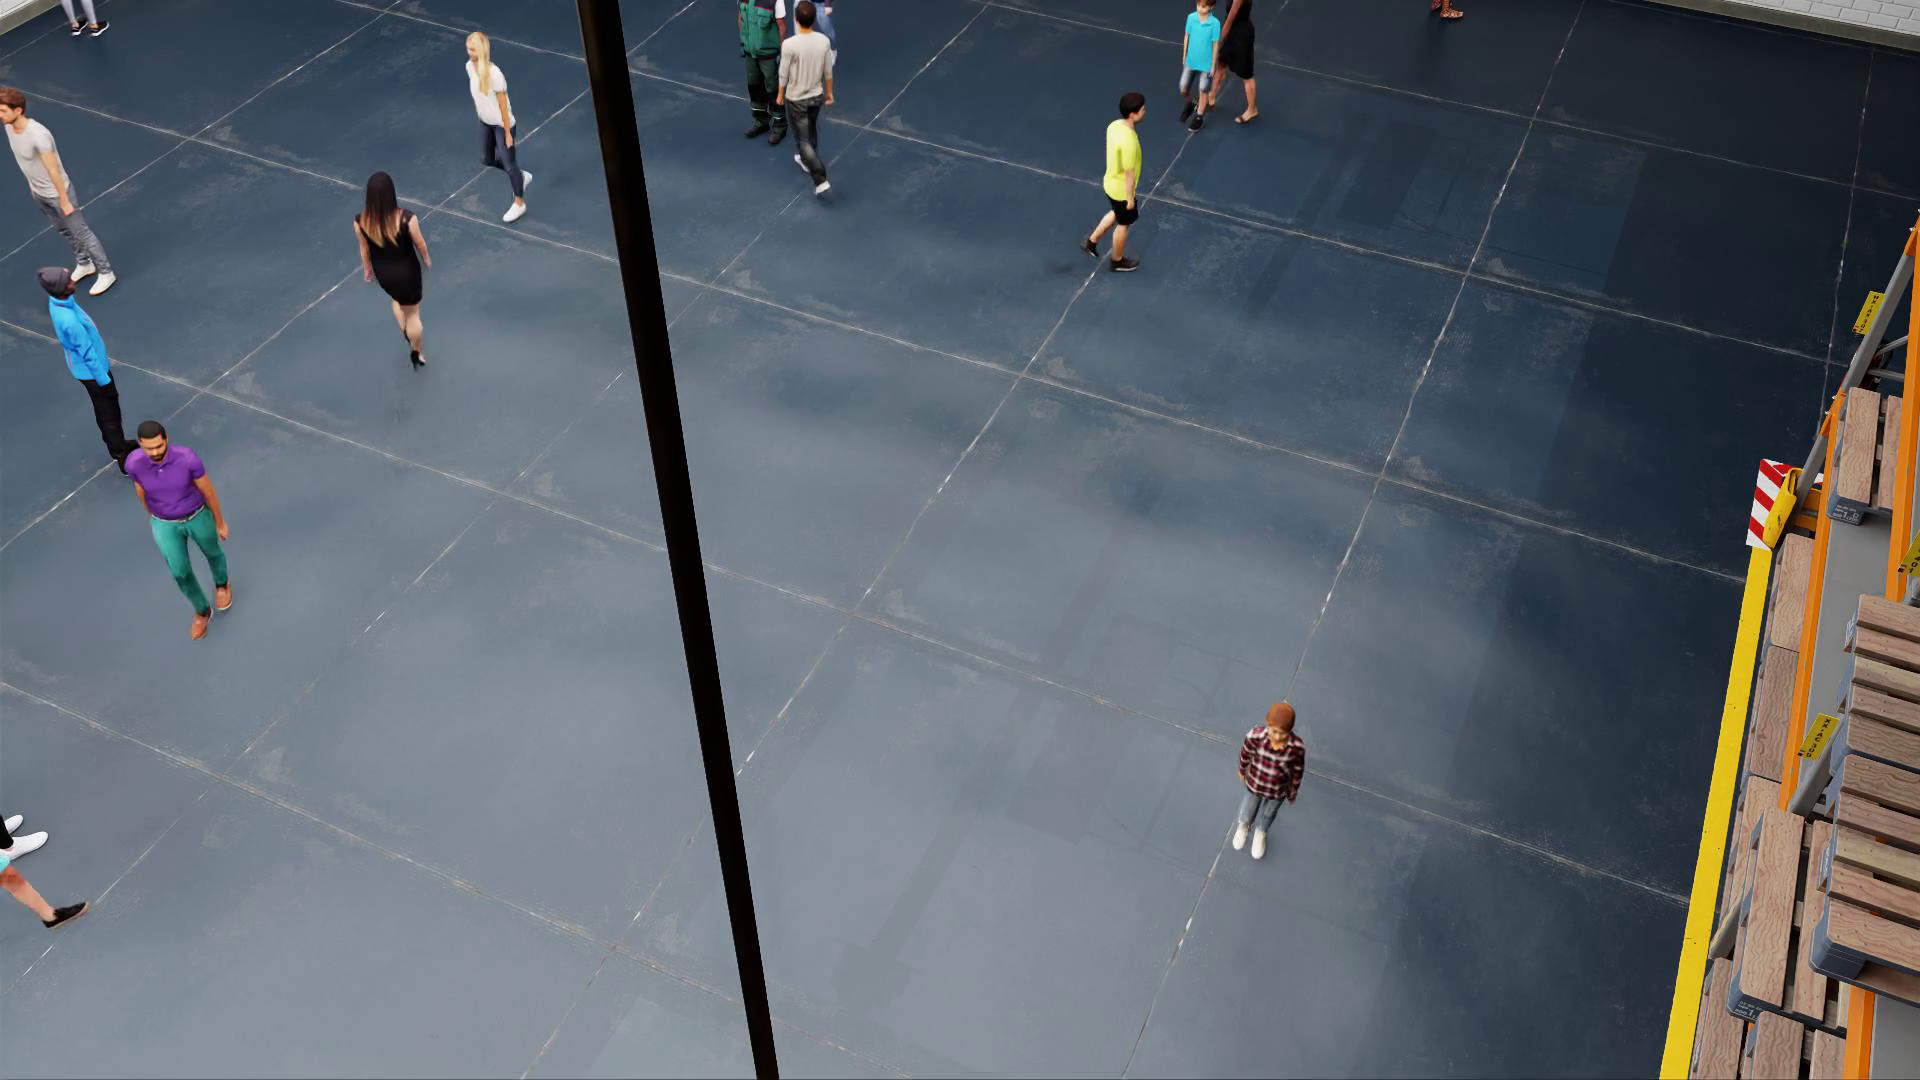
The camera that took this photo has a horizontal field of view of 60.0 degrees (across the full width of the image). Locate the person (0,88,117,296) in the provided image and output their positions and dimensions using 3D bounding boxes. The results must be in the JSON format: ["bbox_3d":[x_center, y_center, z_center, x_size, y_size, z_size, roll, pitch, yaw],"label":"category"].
[{"bbox_3d":[-7.622,-2.950,13.978,0.654,1.892,0.561,22,48,21],"label":"person"}]

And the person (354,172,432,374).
[{"bbox_3d":[-4.464,-2.061,13.184,0.794,1.700,0.837,-2,44,-2],"label":"person"}]

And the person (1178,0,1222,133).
[{"bbox_3d":[2.365,-4.684,16.126,0.530,1.440,0.548,22,48,21],"label":"person"}]

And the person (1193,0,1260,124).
[{"bbox_3d":[2.791,-4.818,16.075,0.806,1.705,0.901,6,44,6],"label":"person"}]

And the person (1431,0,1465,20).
[{"bbox_3d":[5.318,-6.448,17.777,0.734,1.718,0.652,-9,44,-9],"label":"person"}]

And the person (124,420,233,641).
[{"bbox_3d":[-5.227,-0.211,11.213,0.896,1.741,0.963,-10,45,-11],"label":"person"}]

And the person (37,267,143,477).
[{"bbox_3d":[-6.416,-1.253,12.269,0.682,1.794,0.691,-28,50,-26],"label":"person"}]

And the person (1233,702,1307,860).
[{"bbox_3d":[1.840,1.373,9.871,0.571,1.298,0.568,8,44,9],"label":"person"}]

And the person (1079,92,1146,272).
[{"bbox_3d":[1.303,-3.030,14.204,0.904,1.697,0.848,-11,45,-11],"label":"person"}]

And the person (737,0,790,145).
[{"bbox_3d":[-1.873,-4.668,15.821,0.705,1.839,0.621,23,48,22],"label":"person"}]

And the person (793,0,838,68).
[{"bbox_3d":[-1.442,-5.442,16.811,0.706,1.593,1.106,15,46,15],"label":"person"}]

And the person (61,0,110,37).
[{"bbox_3d":[-9.442,-6.150,17.460,0.582,1.723,0.576,8,44,9],"label":"person"}]

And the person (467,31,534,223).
[{"bbox_3d":[-4.062,-3.738,14.872,0.693,1.799,0.783,28,50,26],"label":"person"}]

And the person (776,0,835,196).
[{"bbox_3d":[-1.386,-4.001,15.159,1.135,1.786,1.064,-25,49,-24],"label":"person"}]
